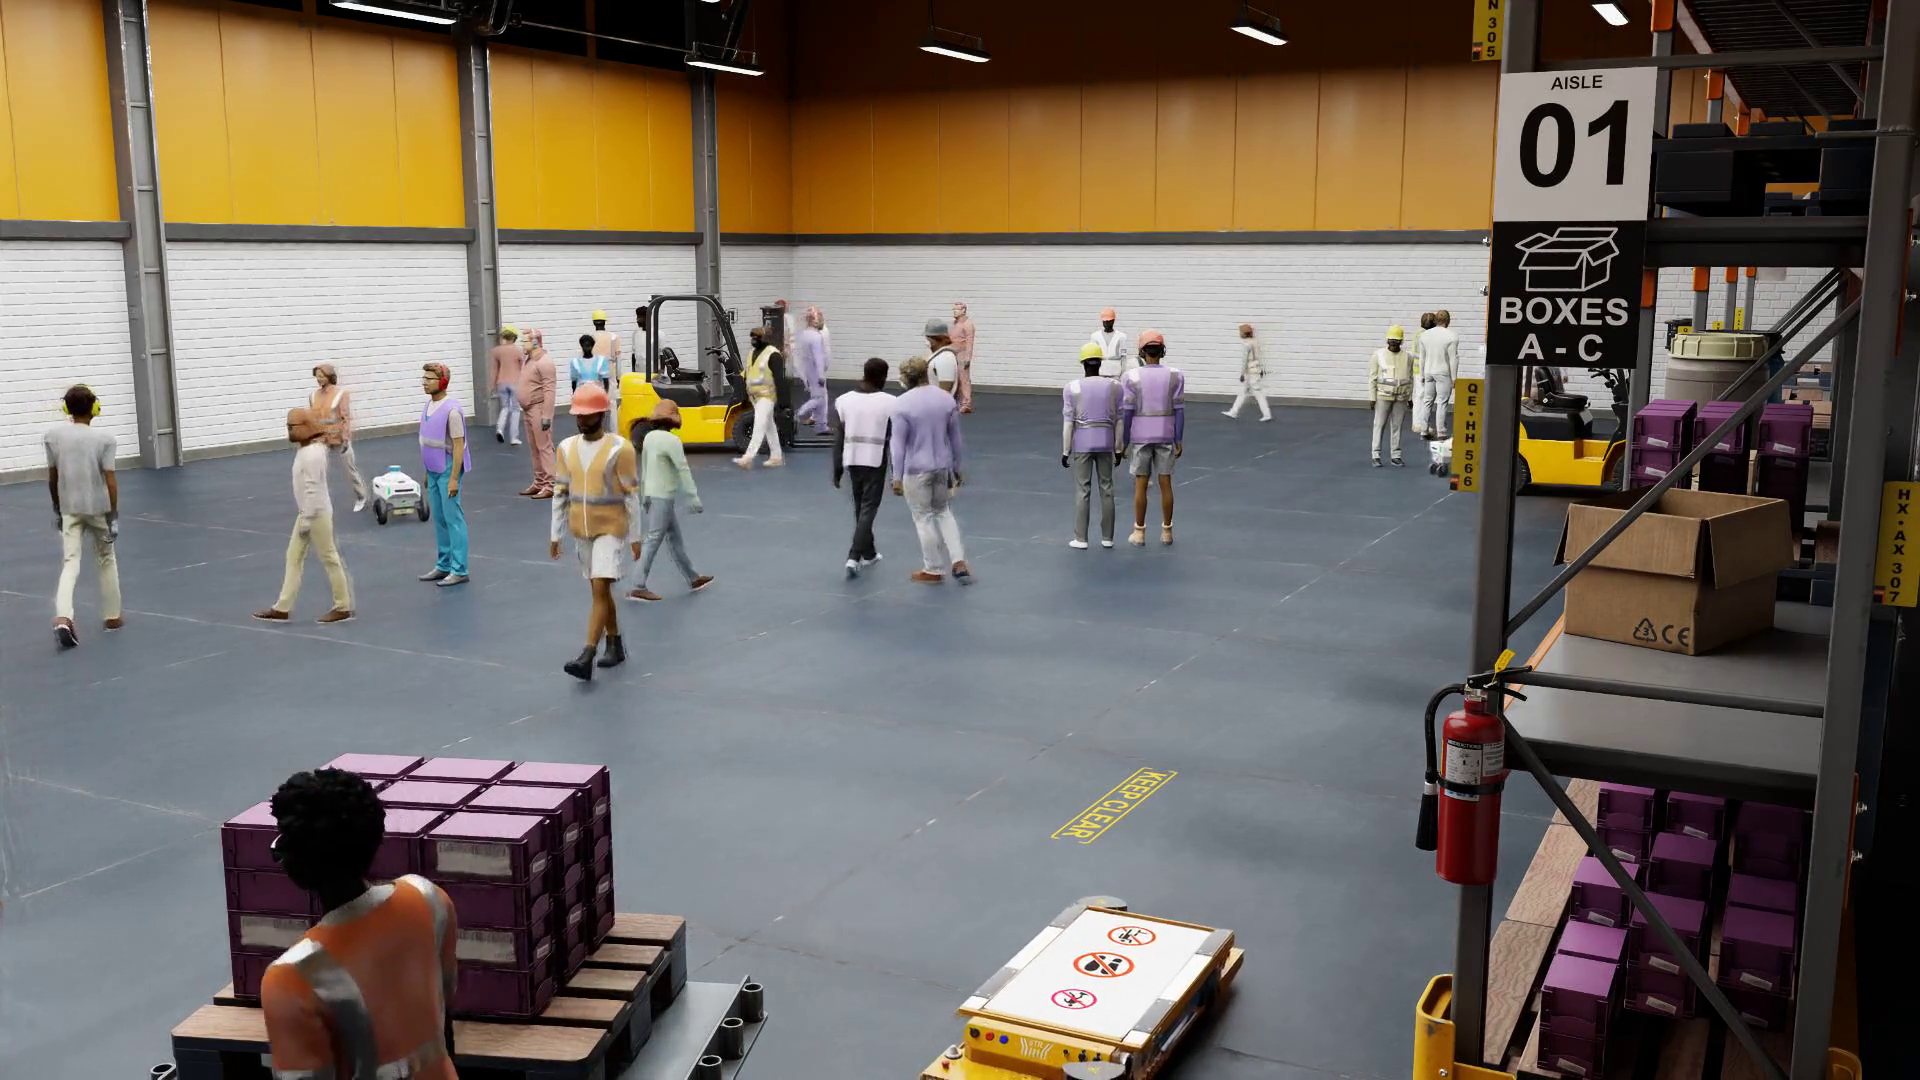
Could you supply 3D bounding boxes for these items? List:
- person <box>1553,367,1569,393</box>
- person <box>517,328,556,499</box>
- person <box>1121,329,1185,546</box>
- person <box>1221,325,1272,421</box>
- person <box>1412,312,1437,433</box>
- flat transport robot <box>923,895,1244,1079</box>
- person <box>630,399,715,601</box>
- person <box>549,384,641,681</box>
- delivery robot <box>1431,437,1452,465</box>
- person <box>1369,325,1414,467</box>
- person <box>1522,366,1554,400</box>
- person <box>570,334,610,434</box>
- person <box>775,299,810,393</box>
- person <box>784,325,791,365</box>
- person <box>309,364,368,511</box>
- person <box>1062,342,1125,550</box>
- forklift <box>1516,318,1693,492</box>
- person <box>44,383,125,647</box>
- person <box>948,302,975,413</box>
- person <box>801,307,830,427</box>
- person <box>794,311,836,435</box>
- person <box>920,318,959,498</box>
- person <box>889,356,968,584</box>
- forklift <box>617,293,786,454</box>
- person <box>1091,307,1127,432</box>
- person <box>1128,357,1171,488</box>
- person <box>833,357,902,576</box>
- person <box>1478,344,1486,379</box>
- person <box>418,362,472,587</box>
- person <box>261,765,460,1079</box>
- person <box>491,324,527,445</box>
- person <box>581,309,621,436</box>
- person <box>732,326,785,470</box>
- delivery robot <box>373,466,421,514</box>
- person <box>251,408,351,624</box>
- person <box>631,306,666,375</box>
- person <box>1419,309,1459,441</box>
[{"bbox_3d":[9.437,-2.644,26.055,0.805,1.801,0.626,1,10,5],"label":"person"},{"bbox_3d":[-4.766,-1.418,18.677,0.407,1.904,0.655,-7,12,-34],"label":"person"},{"bbox_3d":[1.798,-0.957,15.638,0.605,2.035,0.390,-1,10,-4],"label":"person"},{"bbox_3d":[4.726,-2.721,27.146,0.854,1.573,0.562,4,10,20],"label":"person"},{"bbox_3d":[7.136,-2.566,25.513,0.429,1.839,0.634,2,10,11],"label":"person"},{"bbox_3d":[0.482,1.615,5.844,0.652,0.197,1.431,5,11,26],"label":"flat transport robot"},{"bbox_3d":[-2.313,-0.320,13.250,0.822,1.590,0.596,-6,12,-32],"label":"person"},{"bbox_3d":[-2.413,-0.044,10.735,0.571,1.896,0.930,3,10,18],"label":"person"},{"bbox_3d":[6.181,-1.105,20.495,0.707,0.478,0.477,-1,10,-5],"label":"delivery robot"},{"bbox_3d":[5.557,-1.847,21.383,0.595,1.826,0.403,-1,10,-6],"label":"person"},{"bbox_3d":[7.396,-1.886,21.675,0.636,1.818,0.436,2,10,10],"label":"person"},{"bbox_3d":[-5.003,-1.962,22.529,0.531,1.661,0.825,-2,10,-11],"label":"person"},{"bbox_3d":[-3.344,-3.781,32.522,0.972,1.849,0.603,4,10,20],"label":"person"},{"bbox_3d":[-3.417,-3.462,30.959,0.535,1.751,0.650,-1,10,-5],"label":"person"},{"bbox_3d":[-6.544,-1.054,17.429,0.515,1.604,0.826,2,10,13],"label":"person"},{"bbox_3d":[1.226,-0.867,15.435,0.585,1.922,0.377,-2,10,-11],"label":"person"},{"bbox_3d":[7.066,-1.601,18.899,2.313,2.155,1.214,5,11,27],"label":"forklift"},{"bbox_3d":[-6.217,-0.185,11.773,0.511,1.834,0.938,-2,10,-13],"label":"person"},{"bbox_3d":[-0.018,-3.134,28.595,0.408,1.911,0.650,-5,11,-29],"label":"person"},{"bbox_3d":[-2.300,-2.737,26.329,0.406,1.901,0.639,-5,11,-24],"label":"person"},{"bbox_3d":[-2.202,-2.484,24.889,0.712,1.889,0.655,-2,10,-12],"label":"person"},{"bbox_3d":[-0.284,-1.469,18.580,0.537,2.000,0.695,-1,10,-4],"label":"person"},{"bbox_3d":[-0.260,-0.559,13.712,0.688,1.911,0.486,-8,13,-38],"label":"person"},{"bbox_3d":[-3.588,-2.317,23.042,2.313,2.155,1.214,-1,10,-5],"label":"forklift"},{"bbox_3d":[2.207,-2.497,24.830,0.552,1.935,0.374,2,10,12],"label":"person"},{"bbox_3d":[2.266,-1.536,19.643,0.538,1.801,0.904,4,11,23],"label":"person"},{"bbox_3d":[-0.811,-0.638,14.311,0.623,1.866,0.995,3,10,17],"label":"person"},{"bbox_3d":[7.292,-2.008,22.267,0.744,1.862,0.357,0,10,-1],"label":"person"},{"bbox_3d":[-4.278,-0.549,13.806,0.387,1.849,0.566,-9,13,-41],"label":"person"},{"bbox_3d":[-1.193,1.300,3.546,0.492,1.683,0.551,4,11,21],"label":"person"},{"bbox_3d":[-6.431,-2.220,23.816,0.529,1.741,0.440,2,10,10],"label":"person"},{"bbox_3d":[-5.261,-2.414,24.391,0.590,1.923,0.384,-4,11,-22],"label":"person"},{"bbox_3d":[-2.613,-1.799,21.157,0.916,1.804,0.658,-8,13,-39],"label":"person"},{"bbox_3d":[-5.801,-0.522,17.120,0.477,0.478,0.707,-6,11,-30],"label":"delivery robot"},{"bbox_3d":[-4.882,-0.156,12.211,0.752,1.600,0.523,-6,11,-31],"label":"person"},{"bbox_3d":[-4.673,-2.523,24.900,0.611,1.962,0.364,5,11,27],"label":"person"},{"bbox_3d":[6.972,-2.388,24.235,0.367,1.932,0.632,-8,13,-40],"label":"person"}]
